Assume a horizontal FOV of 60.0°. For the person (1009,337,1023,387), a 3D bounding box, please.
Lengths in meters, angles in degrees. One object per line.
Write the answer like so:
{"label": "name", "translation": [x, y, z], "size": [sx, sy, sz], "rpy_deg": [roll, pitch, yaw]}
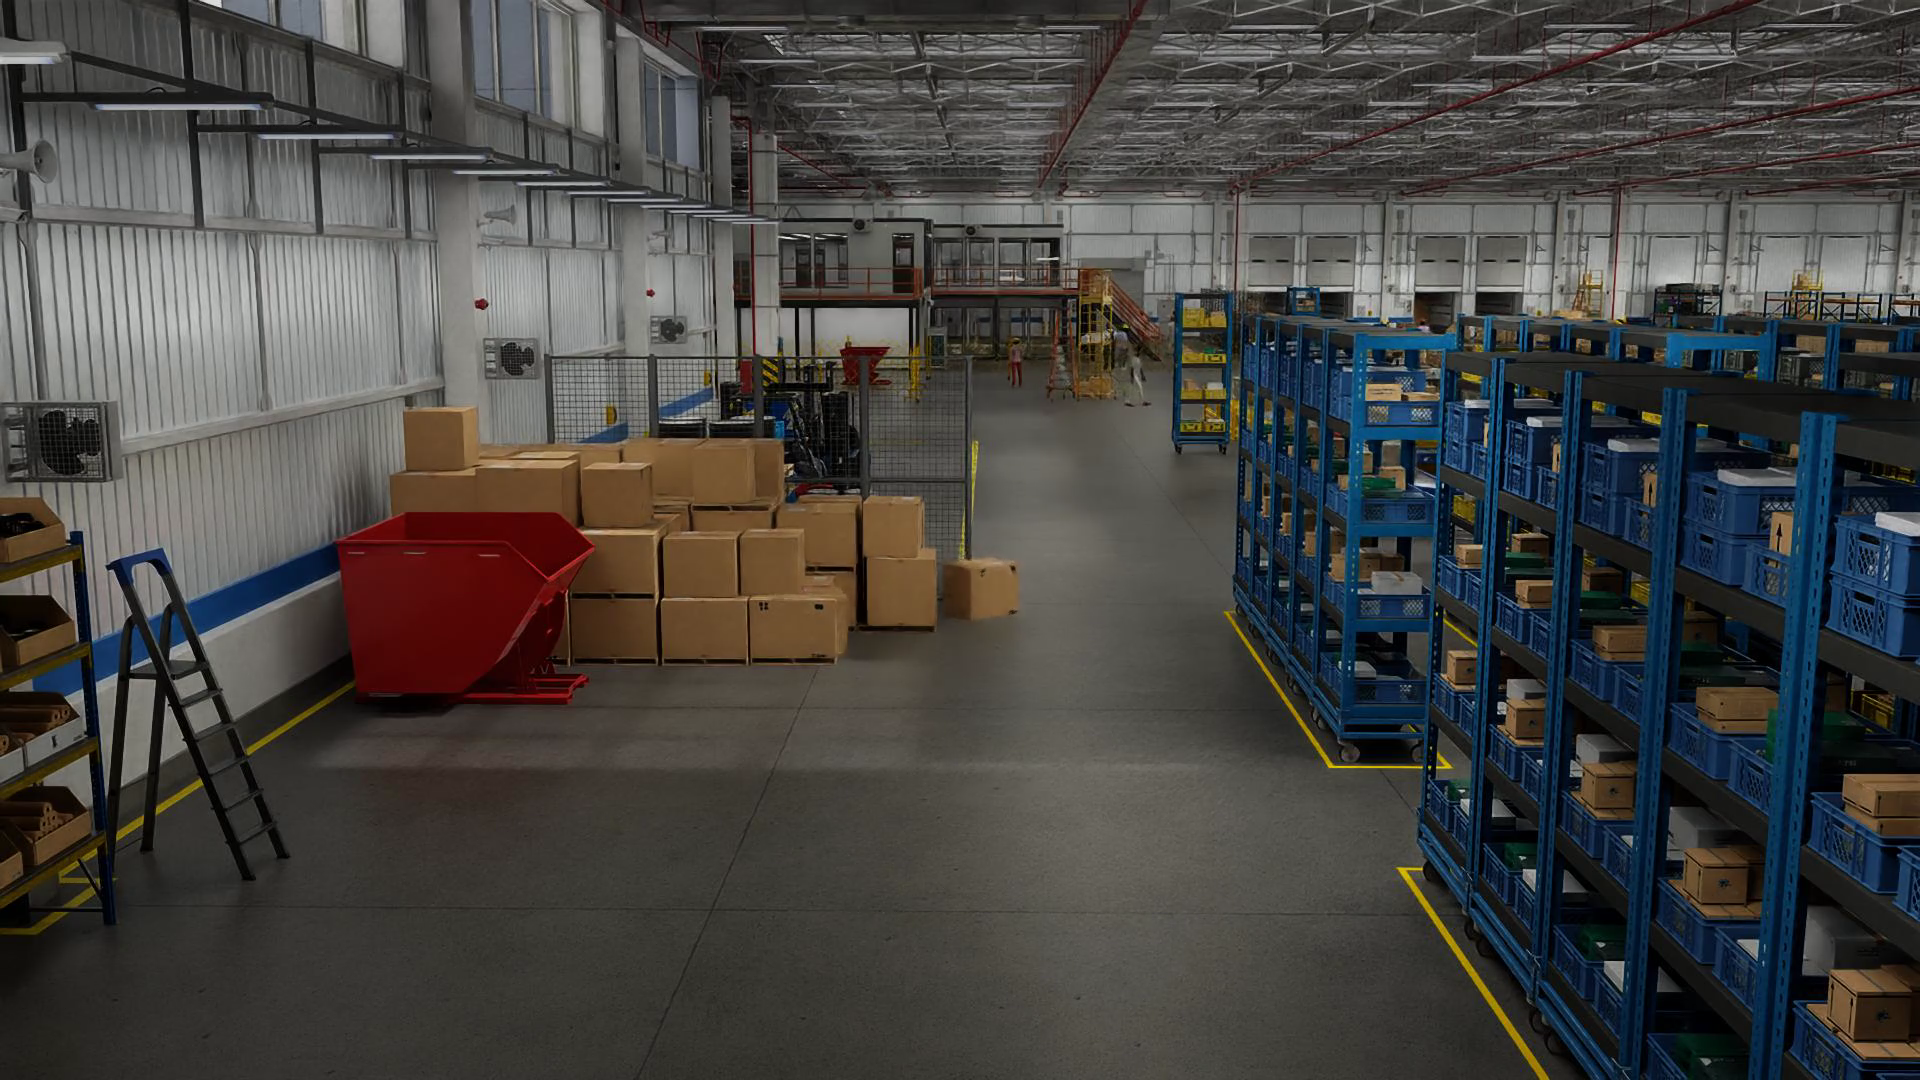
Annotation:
{"label": "person", "translation": [1.979, -6.265, 58.668], "size": [0.519, 1.757, 0.344], "rpy_deg": [-5, 10, -26]}

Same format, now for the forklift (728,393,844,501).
{"label": "forklift", "translation": [-2.979, -1.316, 26.476], "size": [2.680, 1.987, 1.157], "rpy_deg": [0, 9, 1]}

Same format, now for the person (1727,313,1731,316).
{"label": "person", "translation": [40.615, -11.085, 88.095], "size": [0.797, 1.860, 0.584], "rpy_deg": [-3, 10, -19]}

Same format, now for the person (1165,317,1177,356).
{"label": "person", "translation": [10.211, -9.806, 80.094], "size": [0.660, 1.886, 1.006], "rpy_deg": [-3, 10, -17]}

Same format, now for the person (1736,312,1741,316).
{"label": "person", "translation": [41.070, -11.054, 87.695], "size": [0.864, 1.925, 0.670], "rpy_deg": [2, 9, 13]}

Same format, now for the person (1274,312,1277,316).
{"label": "person", "translation": [17.687, -11.944, 93.736], "size": [0.531, 1.751, 0.387], "rpy_deg": [-9, 13, -43]}

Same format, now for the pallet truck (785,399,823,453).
{"label": "pallet truck", "translation": [-3.814, -2.432, 36.419], "size": [1.630, 1.274, 0.653], "rpy_deg": [0, 9, 1]}

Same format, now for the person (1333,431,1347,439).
{"label": "person", "translation": [5.135, -0.544, 22.644], "size": [0.612, 1.996, 0.389], "rpy_deg": [7, 12, 37]}

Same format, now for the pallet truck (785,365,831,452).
{"label": "pallet truck", "translation": [-3.774, -2.976, 37.635], "size": [1.885, 1.965, 0.823], "rpy_deg": [1, 9, 5]}

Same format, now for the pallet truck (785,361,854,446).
{"label": "pallet truck", "translation": [-3.410, -3.193, 38.978], "size": [1.885, 1.965, 0.823], "rpy_deg": [0, 9, -1]}

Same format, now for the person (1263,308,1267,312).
{"label": "person", "translation": [17.553, -12.468, 96.424], "size": [0.457, 1.918, 0.566], "rpy_deg": [3, 10, 16]}

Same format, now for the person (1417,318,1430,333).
{"label": "person", "translation": [20.437, -8.782, 73.444], "size": [0.632, 2.006, 1.004], "rpy_deg": [1, 9, 5]}

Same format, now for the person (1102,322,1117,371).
{"label": "person", "translation": [6.057, -7.928, 68.053], "size": [0.682, 2.000, 0.537], "rpy_deg": [-5, 11, -29]}

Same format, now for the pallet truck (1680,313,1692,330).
{"label": "pallet truck", "translation": [36.315, -10.531, 84.244], "size": [0.823, 1.965, 1.885], "rpy_deg": [-6, 11, -33]}

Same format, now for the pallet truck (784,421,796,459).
{"label": "pallet truck", "translation": [-4.013, -1.793, 32.705], "size": [1.601, 1.201, 0.680], "rpy_deg": [0, 9, 1]}

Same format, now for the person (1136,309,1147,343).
{"label": "person", "translation": [9.904, -11.577, 90.712], "size": [0.610, 1.991, 0.396], "rpy_deg": [1, 9, 7]}

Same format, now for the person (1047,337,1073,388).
{"label": "person", "translation": [3.483, -6.100, 57.457], "size": [1.003, 1.837, 0.568], "rpy_deg": [0, 9, -1]}

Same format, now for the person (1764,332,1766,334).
{"label": "person", "translation": [39.072, -9.811, 80.279], "size": [0.429, 1.845, 0.621], "rpy_deg": [1, 9, 8]}

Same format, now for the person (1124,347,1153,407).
{"label": "person", "translation": [5.401, -4.919, 50.164], "size": [0.953, 1.821, 0.544], "rpy_deg": [3, 10, 20]}

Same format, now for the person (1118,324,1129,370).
{"label": "person", "translation": [6.834, -7.999, 68.920], "size": [0.621, 1.905, 0.612], "rpy_deg": [0, 9, 0]}

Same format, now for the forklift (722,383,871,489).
{"label": "forklift", "translation": [-2.893, -1.687, 28.729], "size": [2.680, 1.987, 1.157], "rpy_deg": [0, 9, -1]}

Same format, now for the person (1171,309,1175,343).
{"label": "person", "translation": [12.174, -12.170, 94.566], "size": [0.379, 1.925, 0.594], "rpy_deg": [0, 9, 1]}

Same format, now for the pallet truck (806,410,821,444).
{"label": "pallet truck", "translation": [-3.559, -2.018, 33.905], "size": [1.522, 1.261, 0.704], "rpy_deg": [0, 9, -1]}

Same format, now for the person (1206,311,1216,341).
{"label": "person", "translation": [14.626, -12.478, 96.914], "size": [0.611, 1.794, 0.949], "rpy_deg": [-7, 12, -37]}
